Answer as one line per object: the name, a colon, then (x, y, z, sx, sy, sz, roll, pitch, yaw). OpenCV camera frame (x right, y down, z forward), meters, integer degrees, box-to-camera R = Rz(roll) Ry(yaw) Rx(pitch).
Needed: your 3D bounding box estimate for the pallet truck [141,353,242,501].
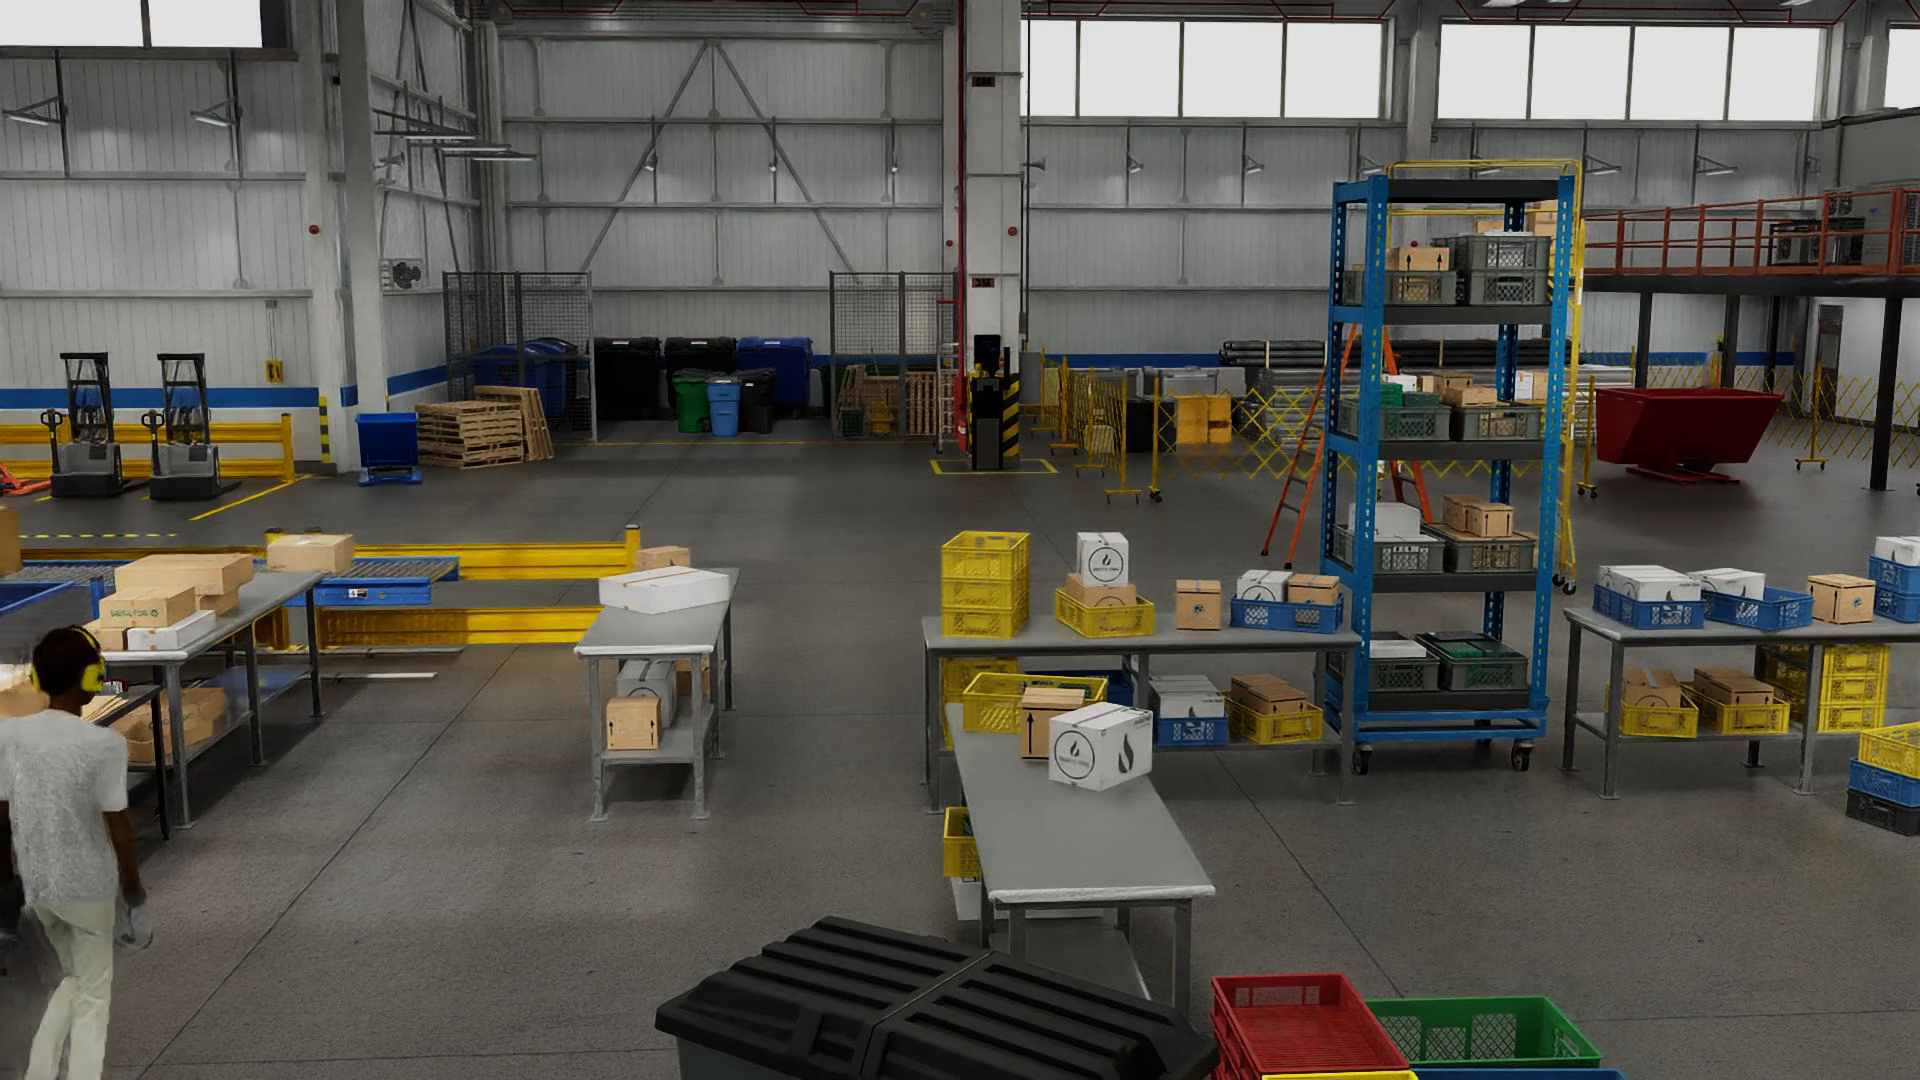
pallet truck: (-10.520, -1.604, 22.925, 0.823, 1.965, 1.885, -1, 9, -6)

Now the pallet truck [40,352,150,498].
pallet truck: (-11.907, -1.642, 23.165, 0.823, 1.965, 1.885, 0, 9, 0)

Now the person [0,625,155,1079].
person: (-3.028, 1.214, 5.678, 0.572, 1.848, 0.430, 2, 9, 13)

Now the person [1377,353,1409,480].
person: (6.395, -1.815, 24.608, 0.574, 1.883, 0.356, -1, 9, -4)

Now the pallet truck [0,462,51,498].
pallet truck: (-13.193, -1.293, 23.148, 0.653, 1.274, 1.630, -1, 9, -4)

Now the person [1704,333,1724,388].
person: (14.729, -3.060, 32.332, 0.614, 1.905, 0.456, -6, 11, -32)
